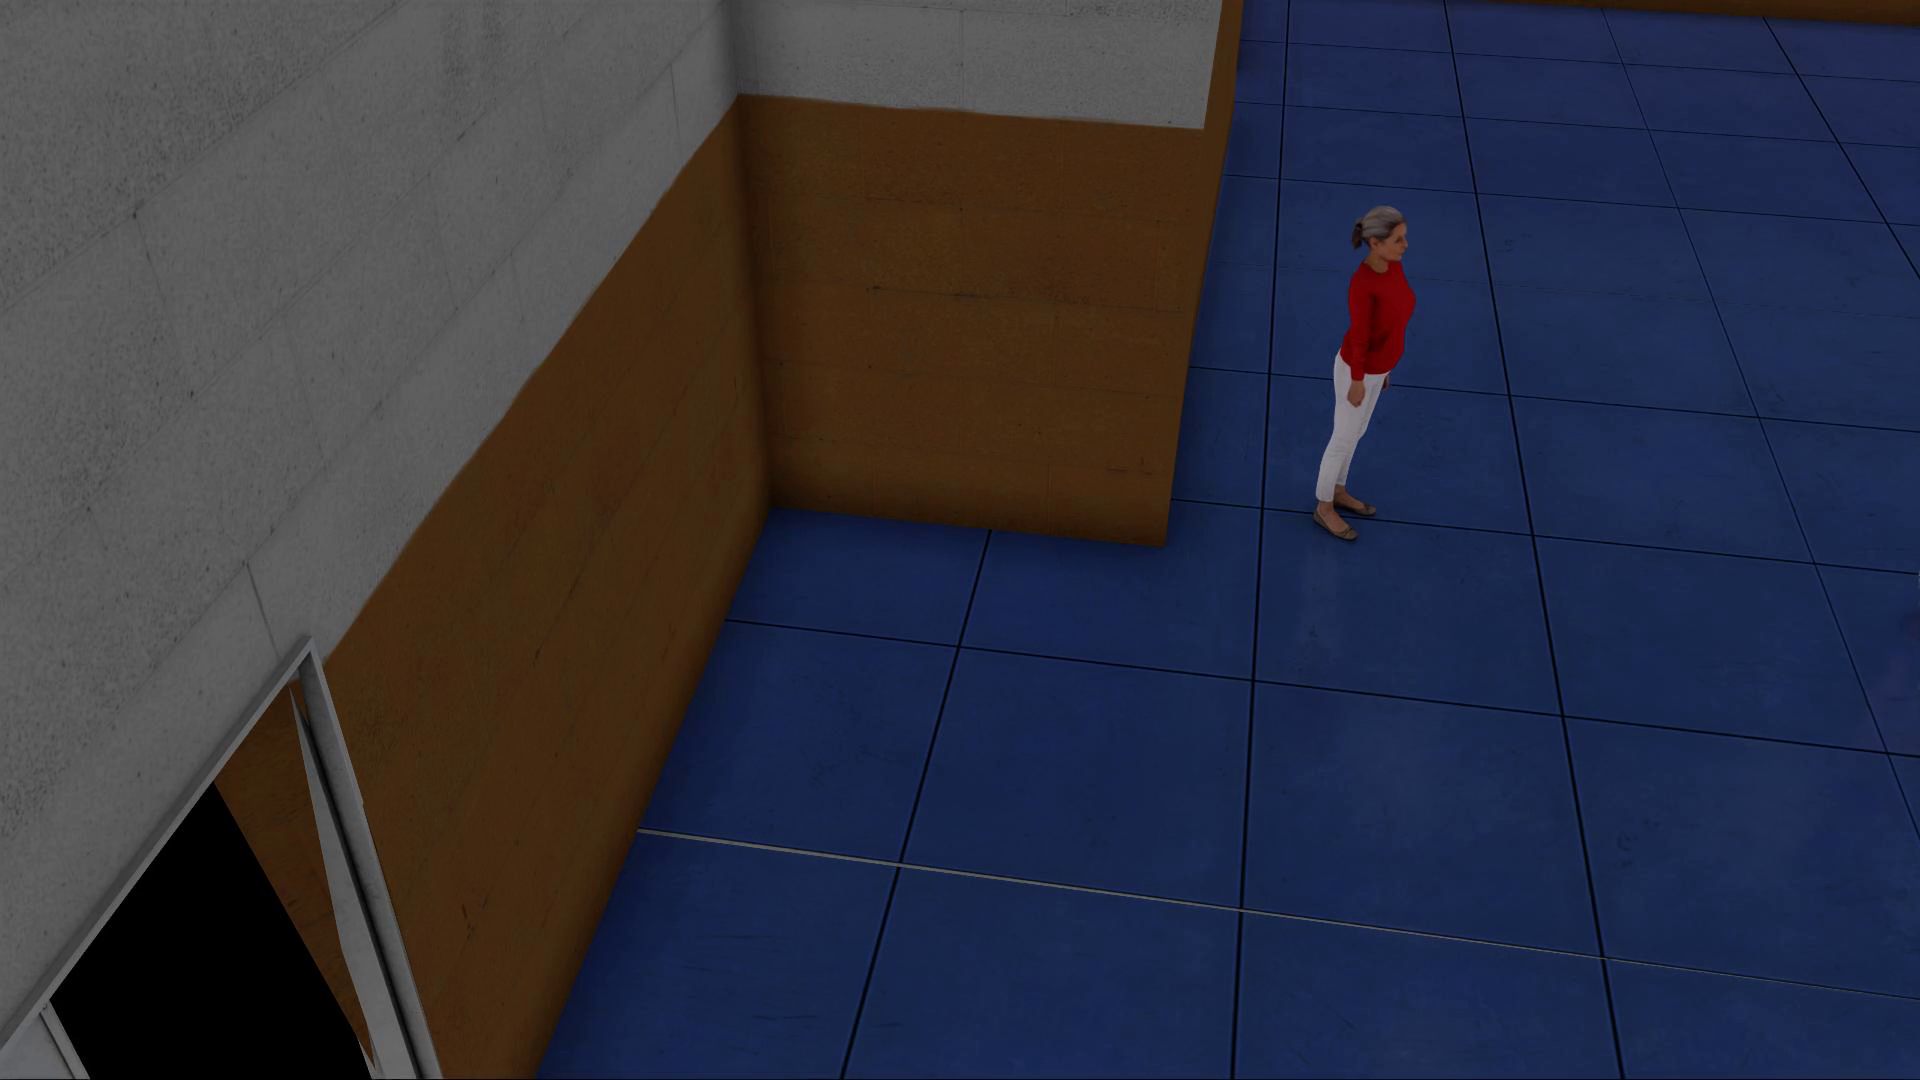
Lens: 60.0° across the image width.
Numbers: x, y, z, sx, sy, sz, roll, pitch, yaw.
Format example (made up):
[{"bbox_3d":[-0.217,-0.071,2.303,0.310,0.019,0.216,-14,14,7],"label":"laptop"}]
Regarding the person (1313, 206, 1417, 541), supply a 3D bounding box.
[{"bbox_3d":[1.909,-0.801,7.906,0.649,1.696,0.626,22,42,26],"label":"person"}]
